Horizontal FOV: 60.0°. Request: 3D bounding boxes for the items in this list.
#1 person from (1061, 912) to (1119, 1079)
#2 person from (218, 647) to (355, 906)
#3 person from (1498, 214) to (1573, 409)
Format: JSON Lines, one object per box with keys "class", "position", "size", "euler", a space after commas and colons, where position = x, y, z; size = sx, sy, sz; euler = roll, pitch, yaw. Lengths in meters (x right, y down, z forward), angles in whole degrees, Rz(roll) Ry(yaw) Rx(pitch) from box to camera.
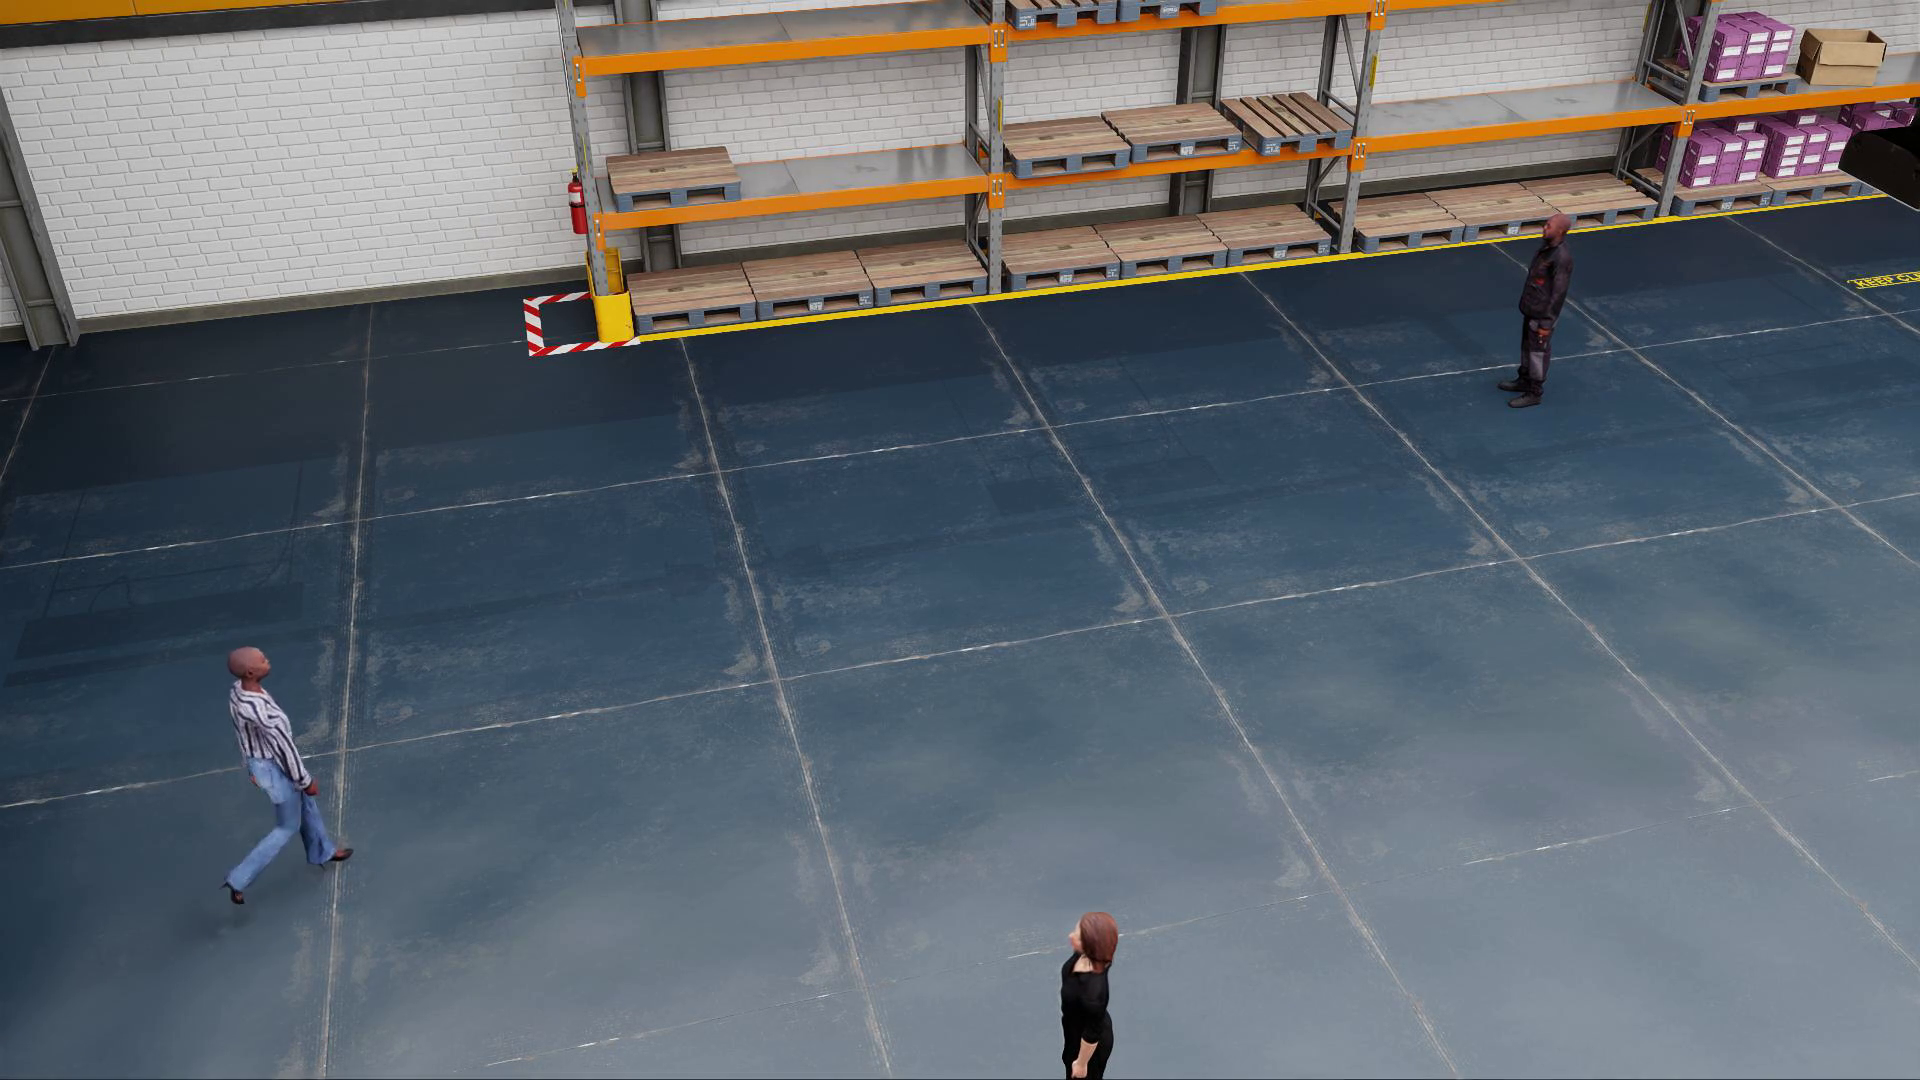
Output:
{"class": "person", "position": [0.636, 2.469, 8.269], "size": [0.579, 1.706, 0.634], "euler": [0, 34, 0]}
{"class": "person", "position": [-4.107, 1.425, 9.785], "size": [1.126, 1.767, 0.879], "euler": [-24, 40, -31]}
{"class": "person", "position": [5.272, -2.089, 15.020], "size": [0.684, 1.825, 0.759], "euler": [-1, 34, -1]}
